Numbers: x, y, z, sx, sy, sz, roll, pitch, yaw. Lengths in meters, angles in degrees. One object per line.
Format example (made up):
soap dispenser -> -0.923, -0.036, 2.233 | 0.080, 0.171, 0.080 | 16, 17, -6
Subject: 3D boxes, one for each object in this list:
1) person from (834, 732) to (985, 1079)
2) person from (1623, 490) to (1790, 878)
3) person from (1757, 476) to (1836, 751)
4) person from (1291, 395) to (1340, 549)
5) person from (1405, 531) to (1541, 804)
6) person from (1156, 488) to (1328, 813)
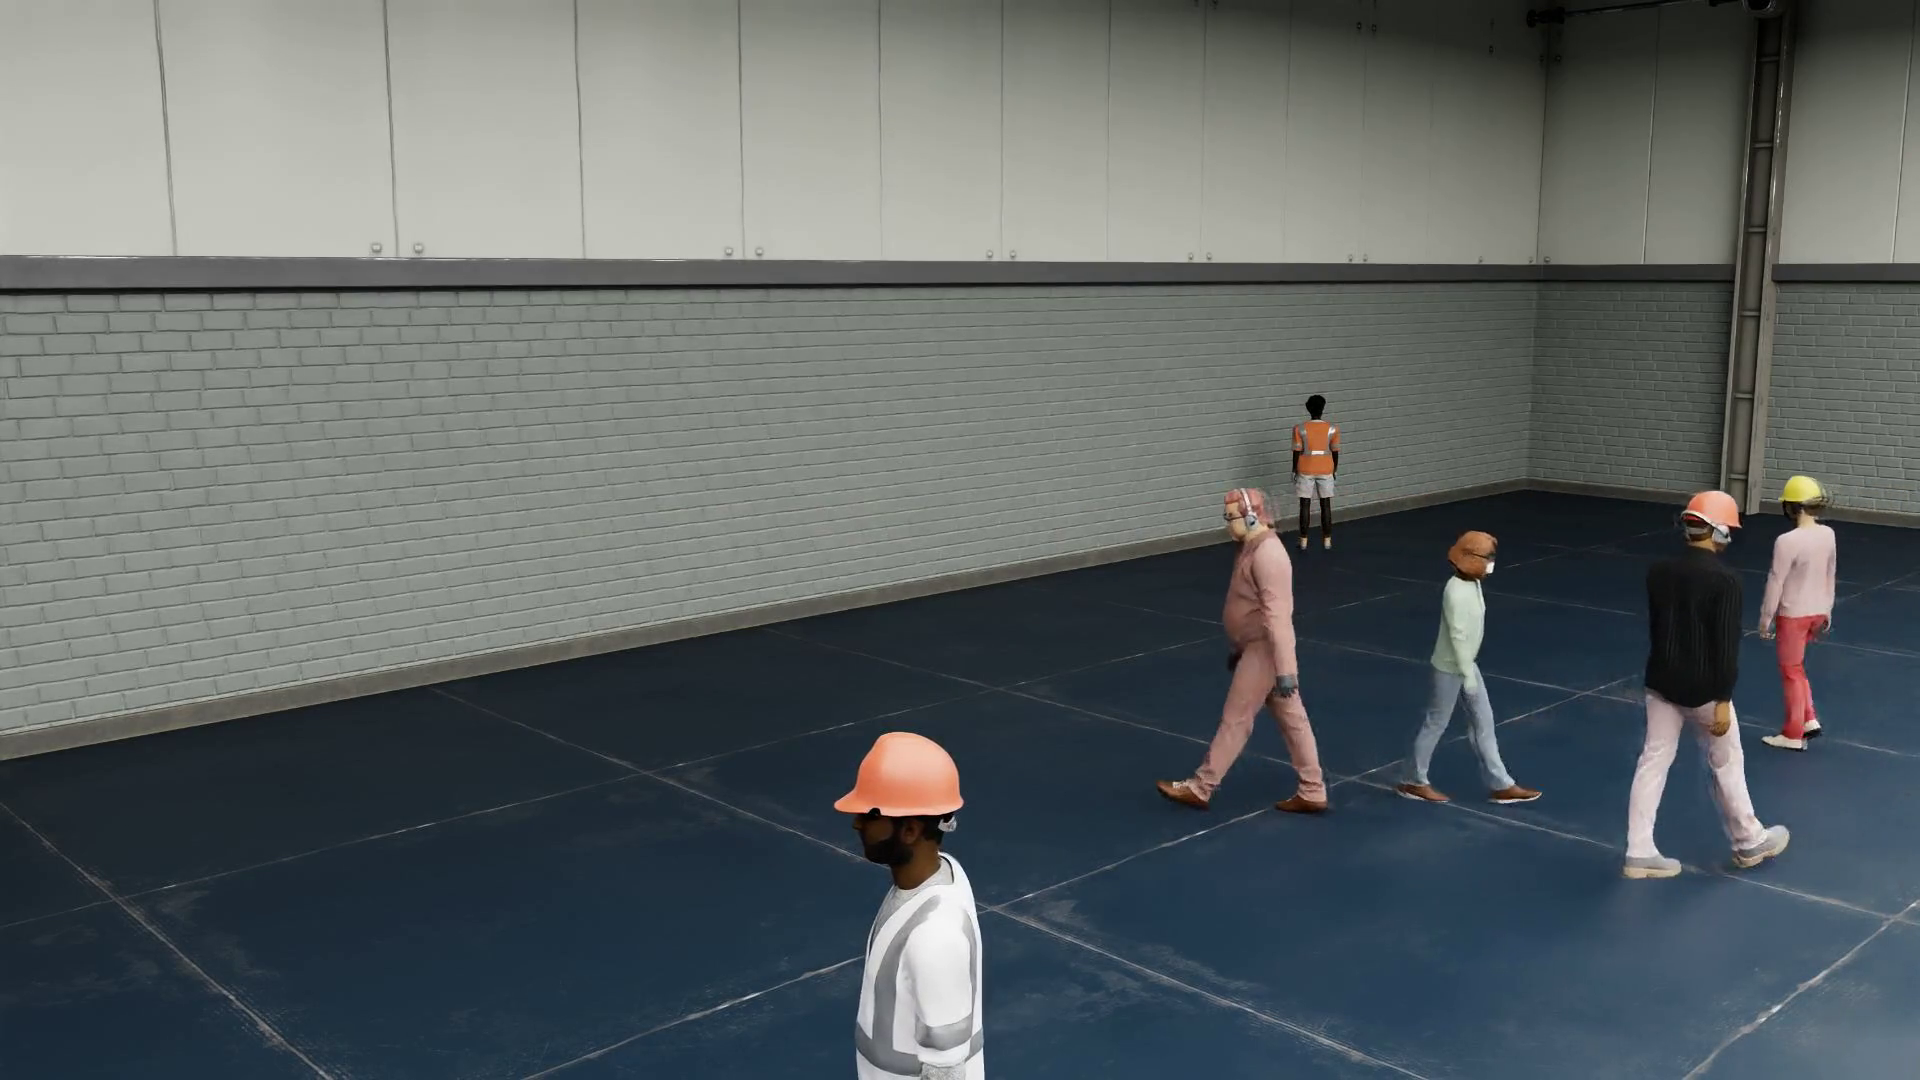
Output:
person -> -0.118, 1.417, 4.092 | 0.361, 1.940, 0.543 | -1, 9, -4
person -> 3.768, 0.724, 8.380 | 1.011, 1.937, 0.629 | -4, 10, -23
person -> 5.287, 0.466, 10.543 | 0.552, 1.750, 0.365 | -5, 10, -29
person -> 3.886, -0.741, 18.220 | 0.538, 1.698, 0.320 | 0, 9, 2
person -> 2.898, 0.740, 9.331 | 0.814, 1.590, 0.516 | 5, 11, 30
person -> 1.606, 0.635, 9.226 | 0.988, 1.846, 0.677 | 2, 9, 11
